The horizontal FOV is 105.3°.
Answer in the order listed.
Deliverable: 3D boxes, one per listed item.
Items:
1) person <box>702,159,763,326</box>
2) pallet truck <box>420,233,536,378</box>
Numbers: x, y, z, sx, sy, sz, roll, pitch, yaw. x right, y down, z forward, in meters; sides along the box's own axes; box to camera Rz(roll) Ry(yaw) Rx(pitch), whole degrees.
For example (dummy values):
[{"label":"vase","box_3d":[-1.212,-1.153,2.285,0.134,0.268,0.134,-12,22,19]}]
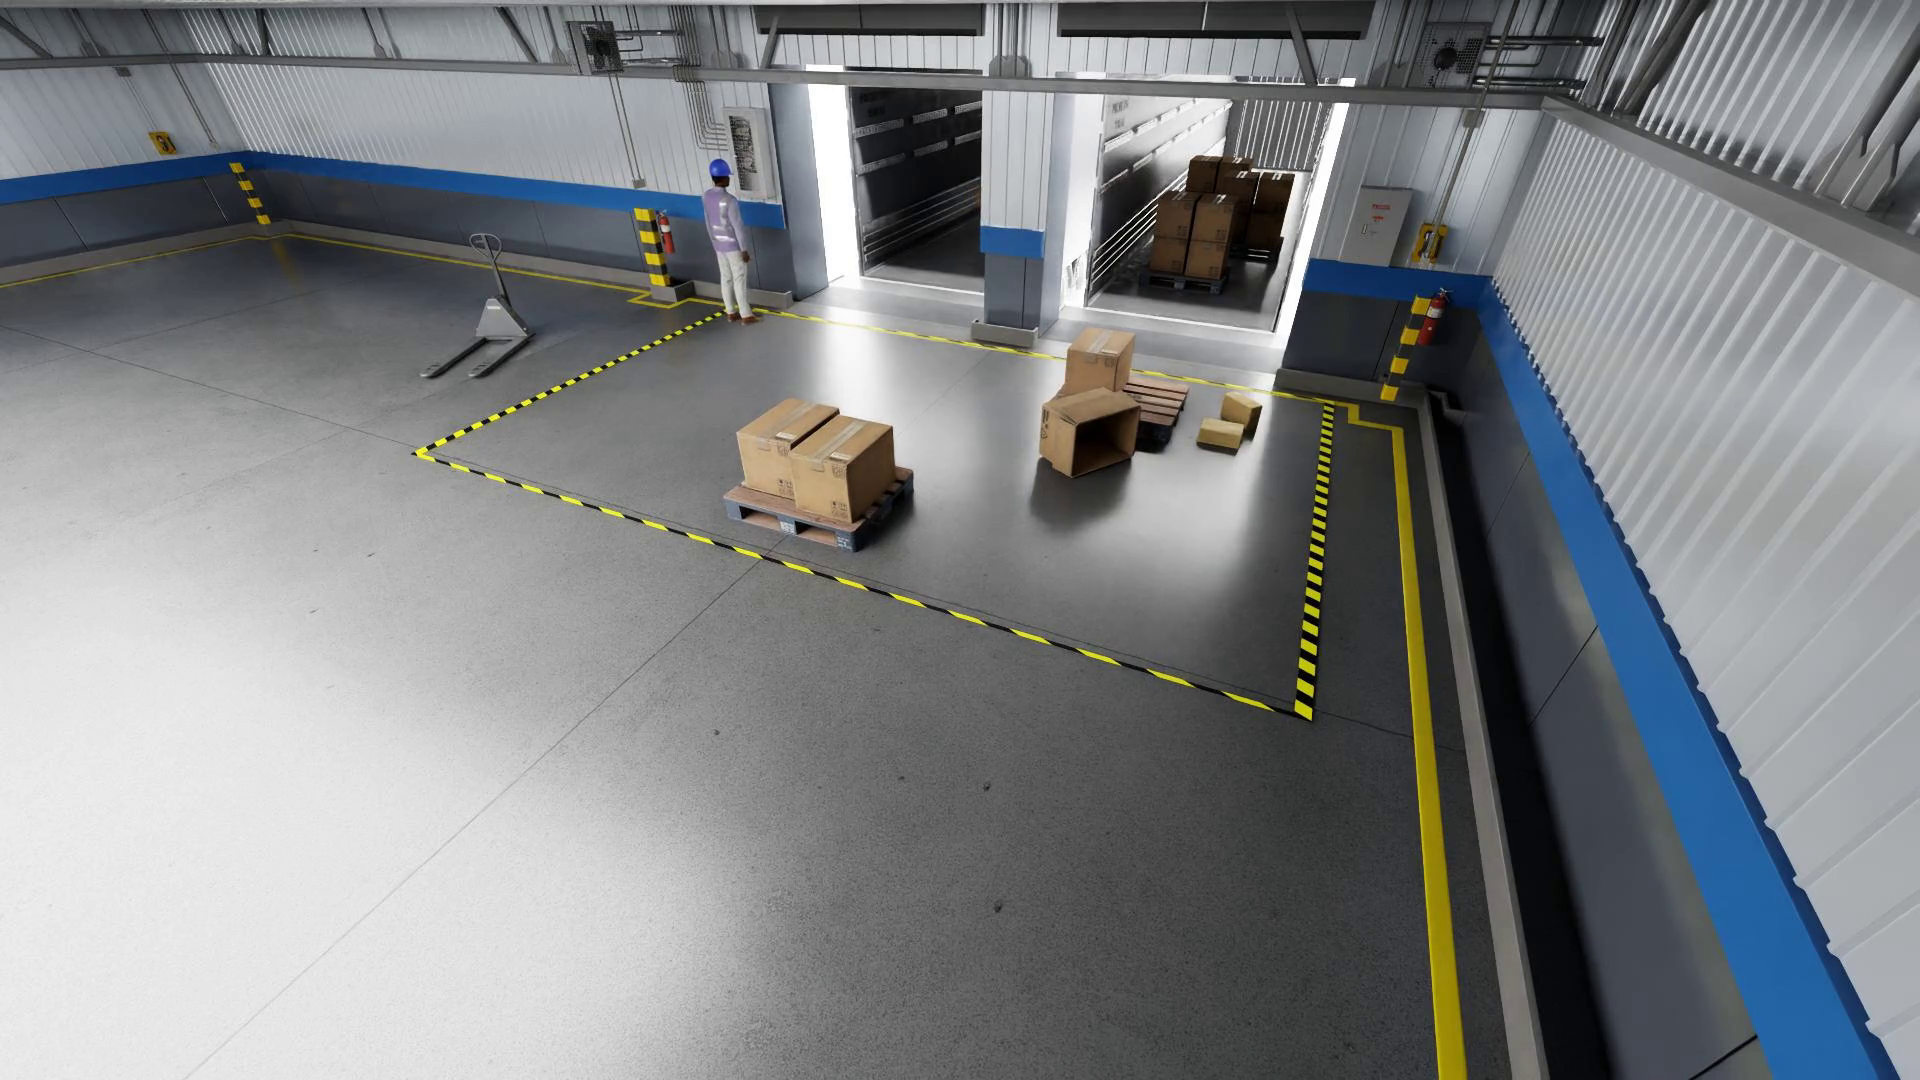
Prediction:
[{"label":"person","box_3d":[-2.874,-3.690,9.189,0.614,1.945,0.402,23,41,29]},{"label":"pallet truck","box_3d":[-5.664,-2.712,8.427,0.680,1.201,1.601,0,35,-1]}]
